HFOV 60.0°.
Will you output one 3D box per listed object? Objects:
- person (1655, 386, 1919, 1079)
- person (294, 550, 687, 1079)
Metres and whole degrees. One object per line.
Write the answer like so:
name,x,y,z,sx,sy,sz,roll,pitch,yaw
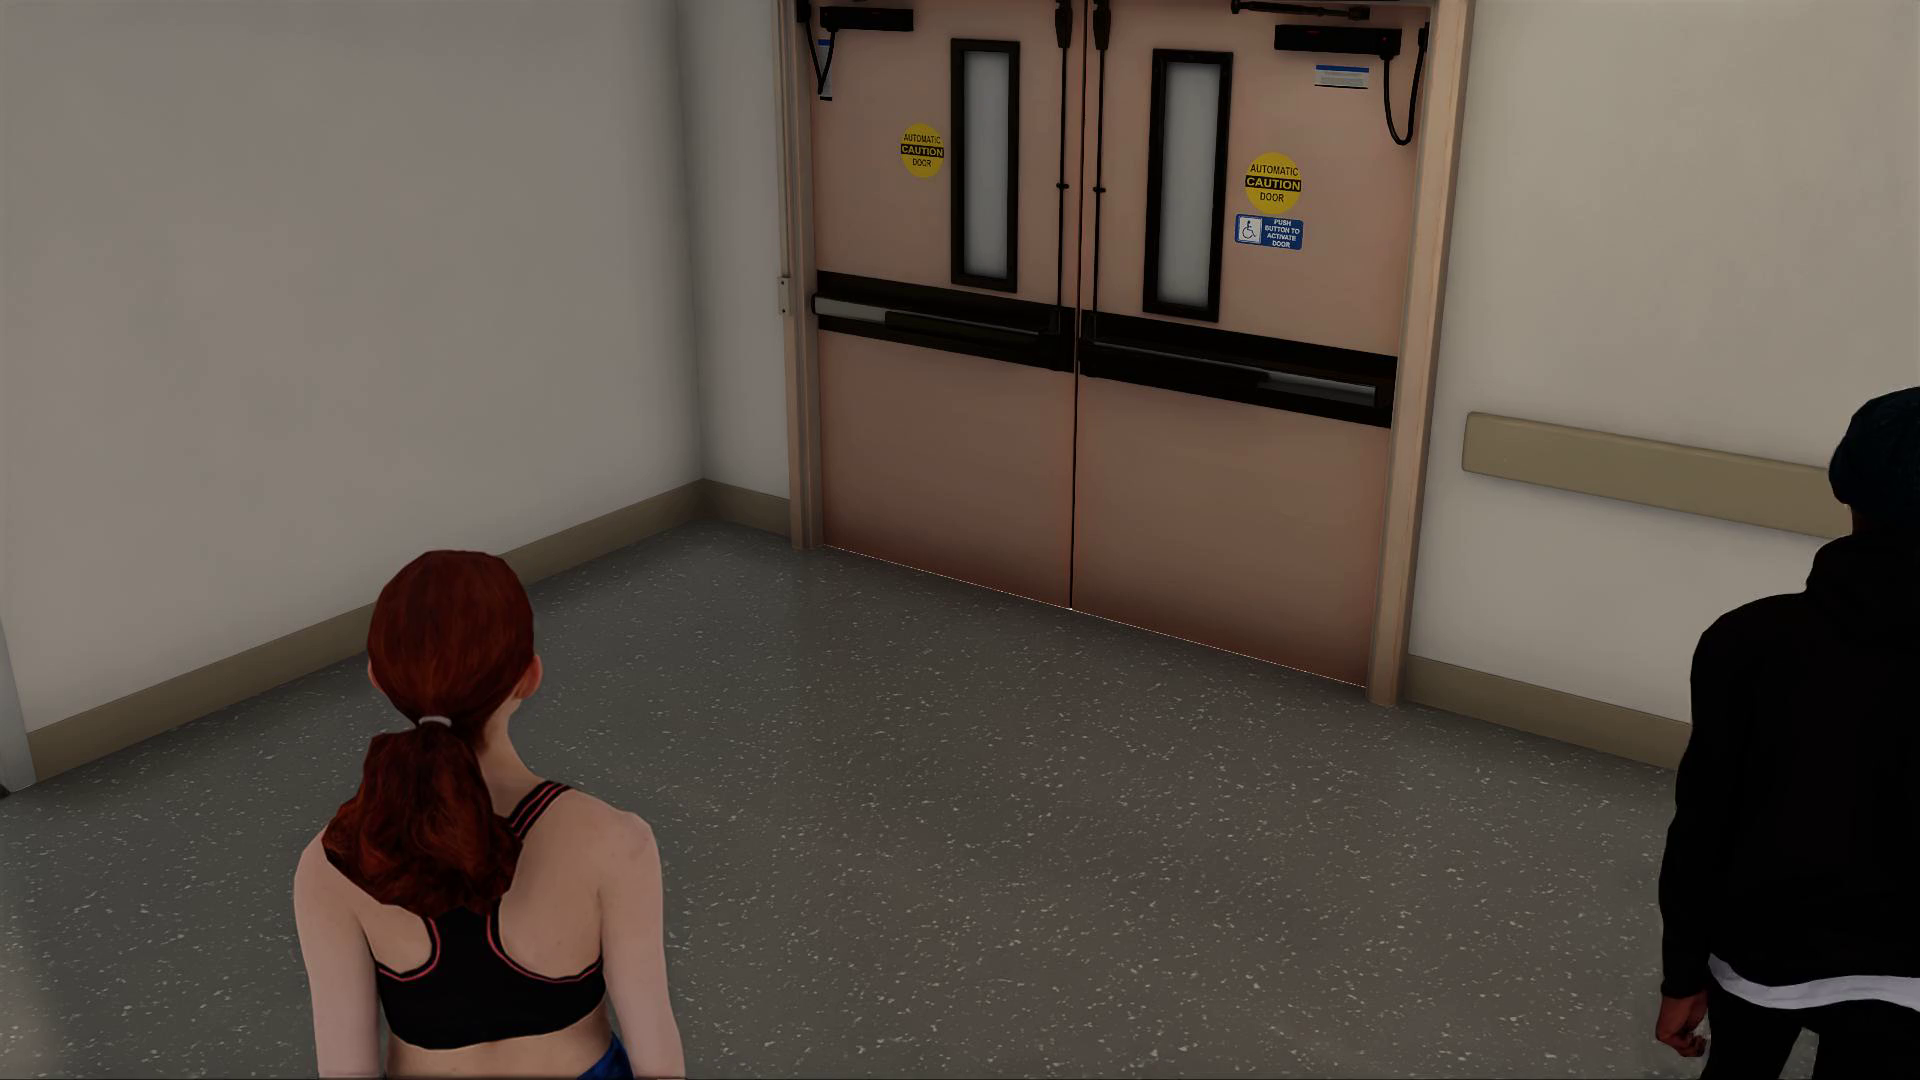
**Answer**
person,1.300,0.697,2.463,0.762,1.772,1.247,10,23,26
person,-0.539,0.847,2.050,0.682,1.785,0.742,-4,21,-9
